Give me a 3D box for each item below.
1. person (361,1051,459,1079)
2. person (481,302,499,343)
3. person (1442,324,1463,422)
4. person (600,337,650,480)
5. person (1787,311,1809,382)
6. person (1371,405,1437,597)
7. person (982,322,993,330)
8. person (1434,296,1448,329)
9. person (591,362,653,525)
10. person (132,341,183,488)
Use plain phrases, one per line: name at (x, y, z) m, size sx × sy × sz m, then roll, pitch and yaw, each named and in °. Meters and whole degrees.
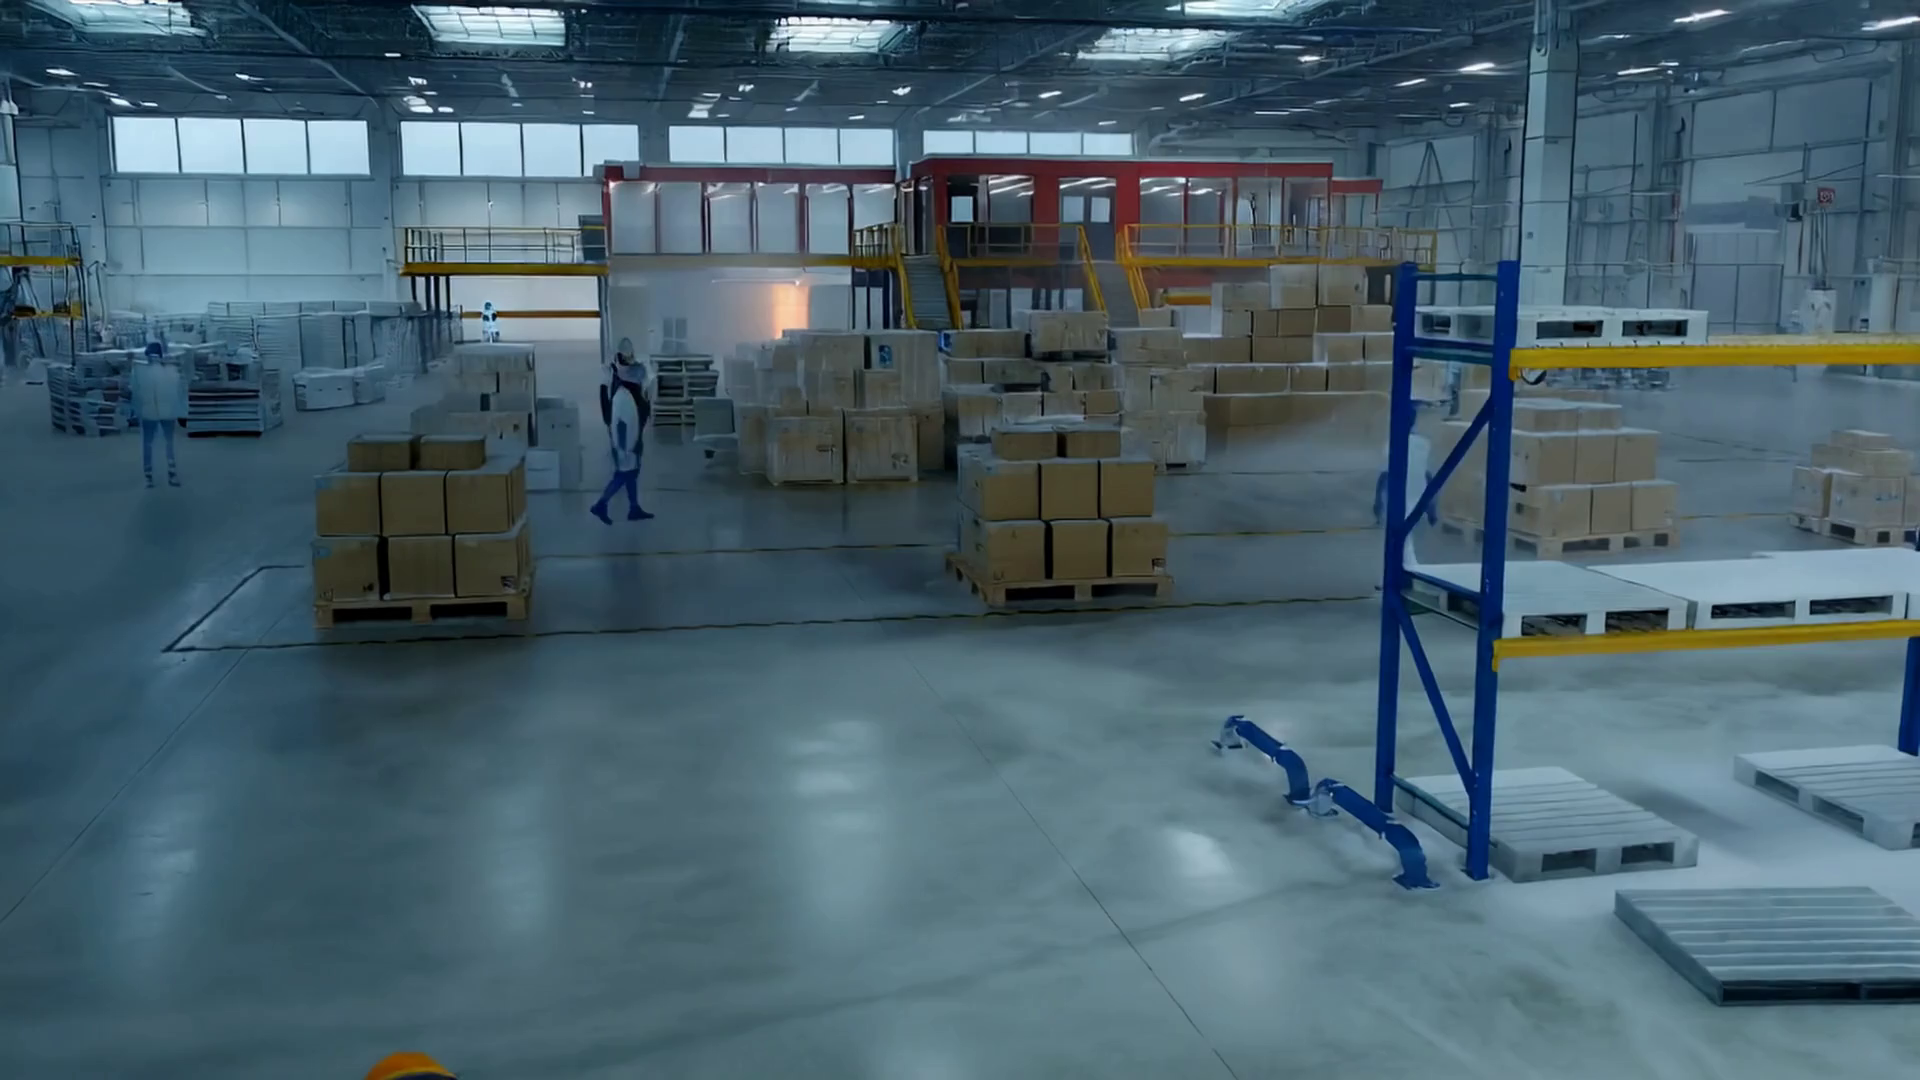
person at (-0.783, 1.674, 2.501) m, size 0.534 × 1.868 × 0.309 m, roll -7°, pitch 12°, yaw -37°
person at (-15.376, -6.857, 54.474) m, size 0.583 × 1.879 × 0.347 m, roll -7°, pitch 12°, yaw -36°
person at (9.609, -3.262, 32.372) m, size 0.350 × 1.936 × 0.635 m, roll 3°, pitch 10°, yaw 20°
person at (-4.743, -1.877, 23.615) m, size 0.696 × 2.000 × 0.679 m, roll -3°, pitch 10°, yaw -15°
person at (21.856, -5.039, 43.381) m, size 0.617 × 1.887 × 0.442 m, roll -1°, pitch 9°, yaw -5°
person at (3.925, -0.294, 14.697) m, size 0.533 × 1.812 × 1.000 m, roll -3°, pitch 10°, yaw -18°
person at (0.554, -3.561, 34.356) m, size 0.563 × 1.896 × 0.983 m, roll -7°, pitch 12°, yaw -37°
person at (17.204, -7.716, 59.420) m, size 0.620 × 1.963 × 0.772 m, roll -2°, pitch 10°, yaw -12°
person at (-3.994, -1.148, 19.574) m, size 0.671 × 1.920 × 0.719 m, roll -1°, pitch 9°, yaw -9°
person at (-10.985, -1.719, 22.784) m, size 0.611 × 1.997 × 0.372 m, roll -7°, pitch 12°, yaw -37°
